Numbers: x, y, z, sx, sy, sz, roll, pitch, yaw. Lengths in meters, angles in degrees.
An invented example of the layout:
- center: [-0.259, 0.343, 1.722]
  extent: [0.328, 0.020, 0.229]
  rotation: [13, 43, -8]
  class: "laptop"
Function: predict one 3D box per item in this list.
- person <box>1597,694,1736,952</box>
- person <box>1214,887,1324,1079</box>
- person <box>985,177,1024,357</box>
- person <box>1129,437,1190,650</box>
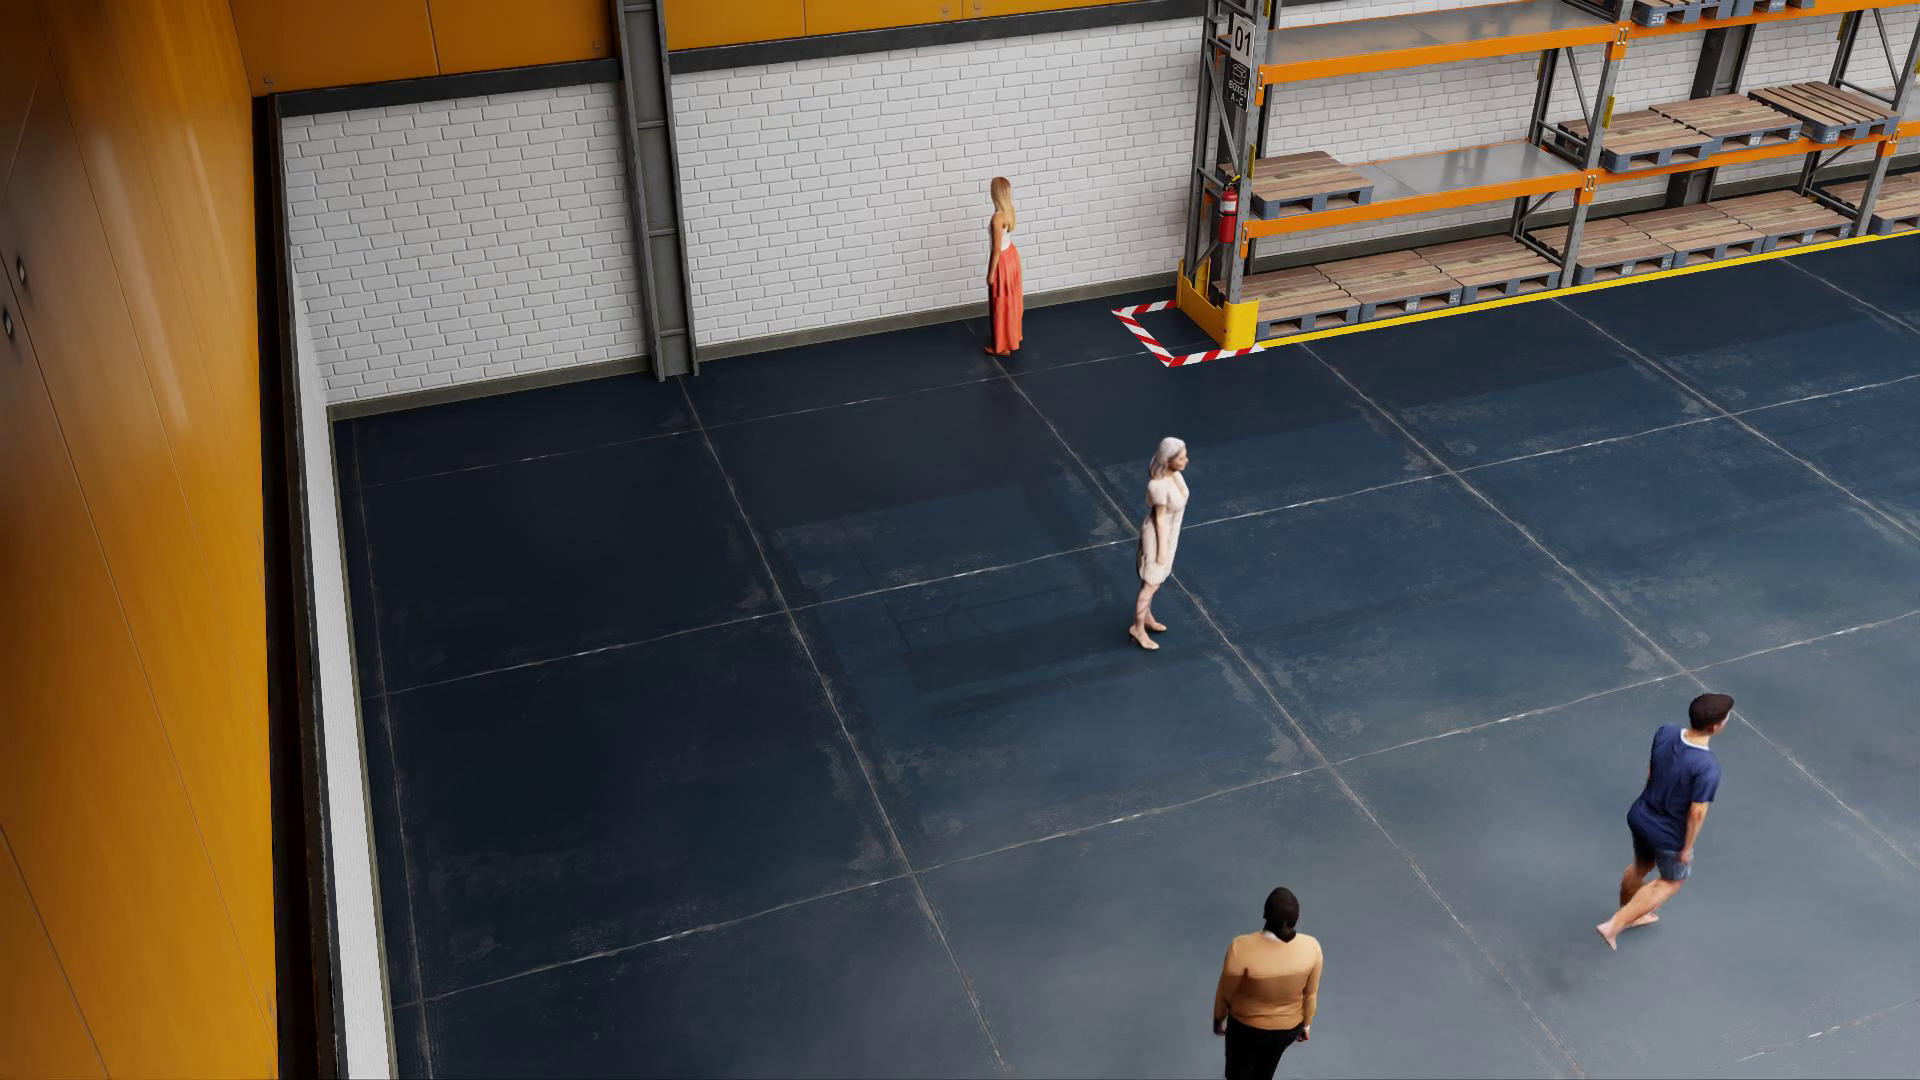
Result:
- center: [3.958, 1.654, 9.516]
  extent: [0.835, 1.824, 0.660]
  rotation: [-15, 36, -21]
  class: "person"
- center: [1.536, 2.481, 8.356]
  extent: [1.104, 1.731, 0.927]
  rotation: [-1, 34, -2]
  class: "person"
- center: [0.418, -2.633, 15.984]
  extent: [0.780, 1.803, 0.735]
  rotation: [11, 35, 16]
  class: "person"
- center: [1.435, 0.011, 12.072]
  extent: [0.741, 1.730, 0.696]
  rotation: [10, 35, 15]
  class: "person"
